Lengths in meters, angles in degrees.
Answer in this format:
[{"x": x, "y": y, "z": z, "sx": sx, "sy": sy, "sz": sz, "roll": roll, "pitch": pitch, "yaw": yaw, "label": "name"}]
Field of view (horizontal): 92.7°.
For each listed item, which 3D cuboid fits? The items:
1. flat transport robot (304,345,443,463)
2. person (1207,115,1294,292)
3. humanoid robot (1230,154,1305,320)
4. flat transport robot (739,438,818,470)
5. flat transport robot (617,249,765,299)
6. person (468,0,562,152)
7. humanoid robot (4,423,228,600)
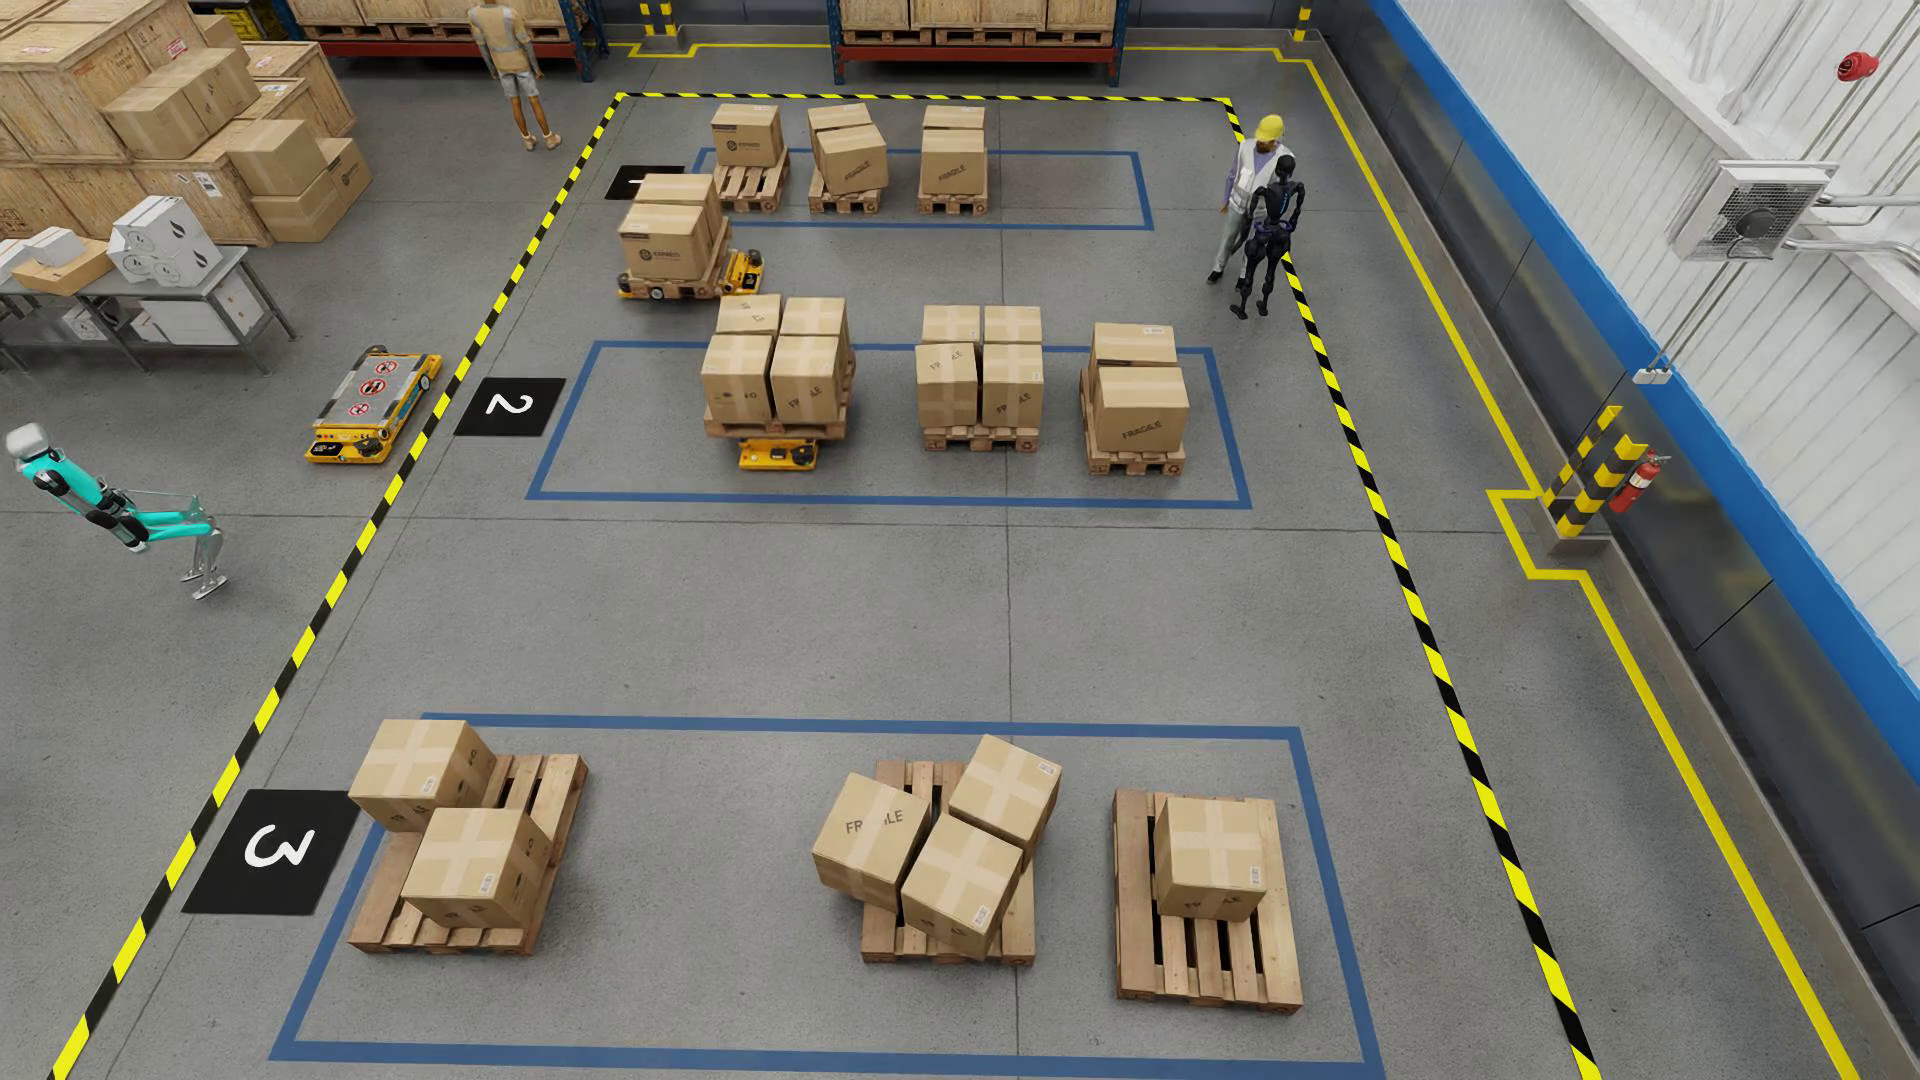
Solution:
[{"x": -5.383, "y": -1.269, "z": 8.441, "sx": 0.659, "sy": 0.231, "sz": 1.431, "roll": 1, "pitch": 50, "yaw": 1, "label": "flat transport robot"}, {"x": 2.910, "y": -3.357, "z": 9.188, "sx": 0.586, "sy": 1.825, "sz": 0.404, "roll": 23, "pitch": 53, "yaw": 18, "label": "person"}, {"x": 2.978, "y": -2.928, "z": 8.912, "sx": 0.599, "sy": 1.657, "sz": 0.315, "roll": -7, "pitch": 50, "yaw": -6, "label": "humanoid robot"}, {"x": -1.583, "y": -1.210, "z": 8.373, "sx": 0.652, "sy": 0.197, "sz": 1.431, "roll": 1, "pitch": 50, "yaw": 1, "label": "flat transport robot"}, {"x": -2.853, "y": -2.842, "z": 9.754, "sx": 1.431, "sy": 0.197, "sz": 0.652, "roll": 1, "pitch": 50, "yaw": 1, "label": "flat transport robot"}, {"x": -5.395, "y": -5.748, "z": 11.071, "sx": 0.613, "sy": 2.039, "sz": 0.381, "roll": -2, "pitch": 50, "yaw": -2, "label": "person"}, {"x": -5.794, "y": -0.246, "z": 6.528, "sx": 0.735, "sy": 1.673, "sz": 0.533, "roll": -36, "pitch": 58, "yaw": -26, "label": "humanoid robot"}]
